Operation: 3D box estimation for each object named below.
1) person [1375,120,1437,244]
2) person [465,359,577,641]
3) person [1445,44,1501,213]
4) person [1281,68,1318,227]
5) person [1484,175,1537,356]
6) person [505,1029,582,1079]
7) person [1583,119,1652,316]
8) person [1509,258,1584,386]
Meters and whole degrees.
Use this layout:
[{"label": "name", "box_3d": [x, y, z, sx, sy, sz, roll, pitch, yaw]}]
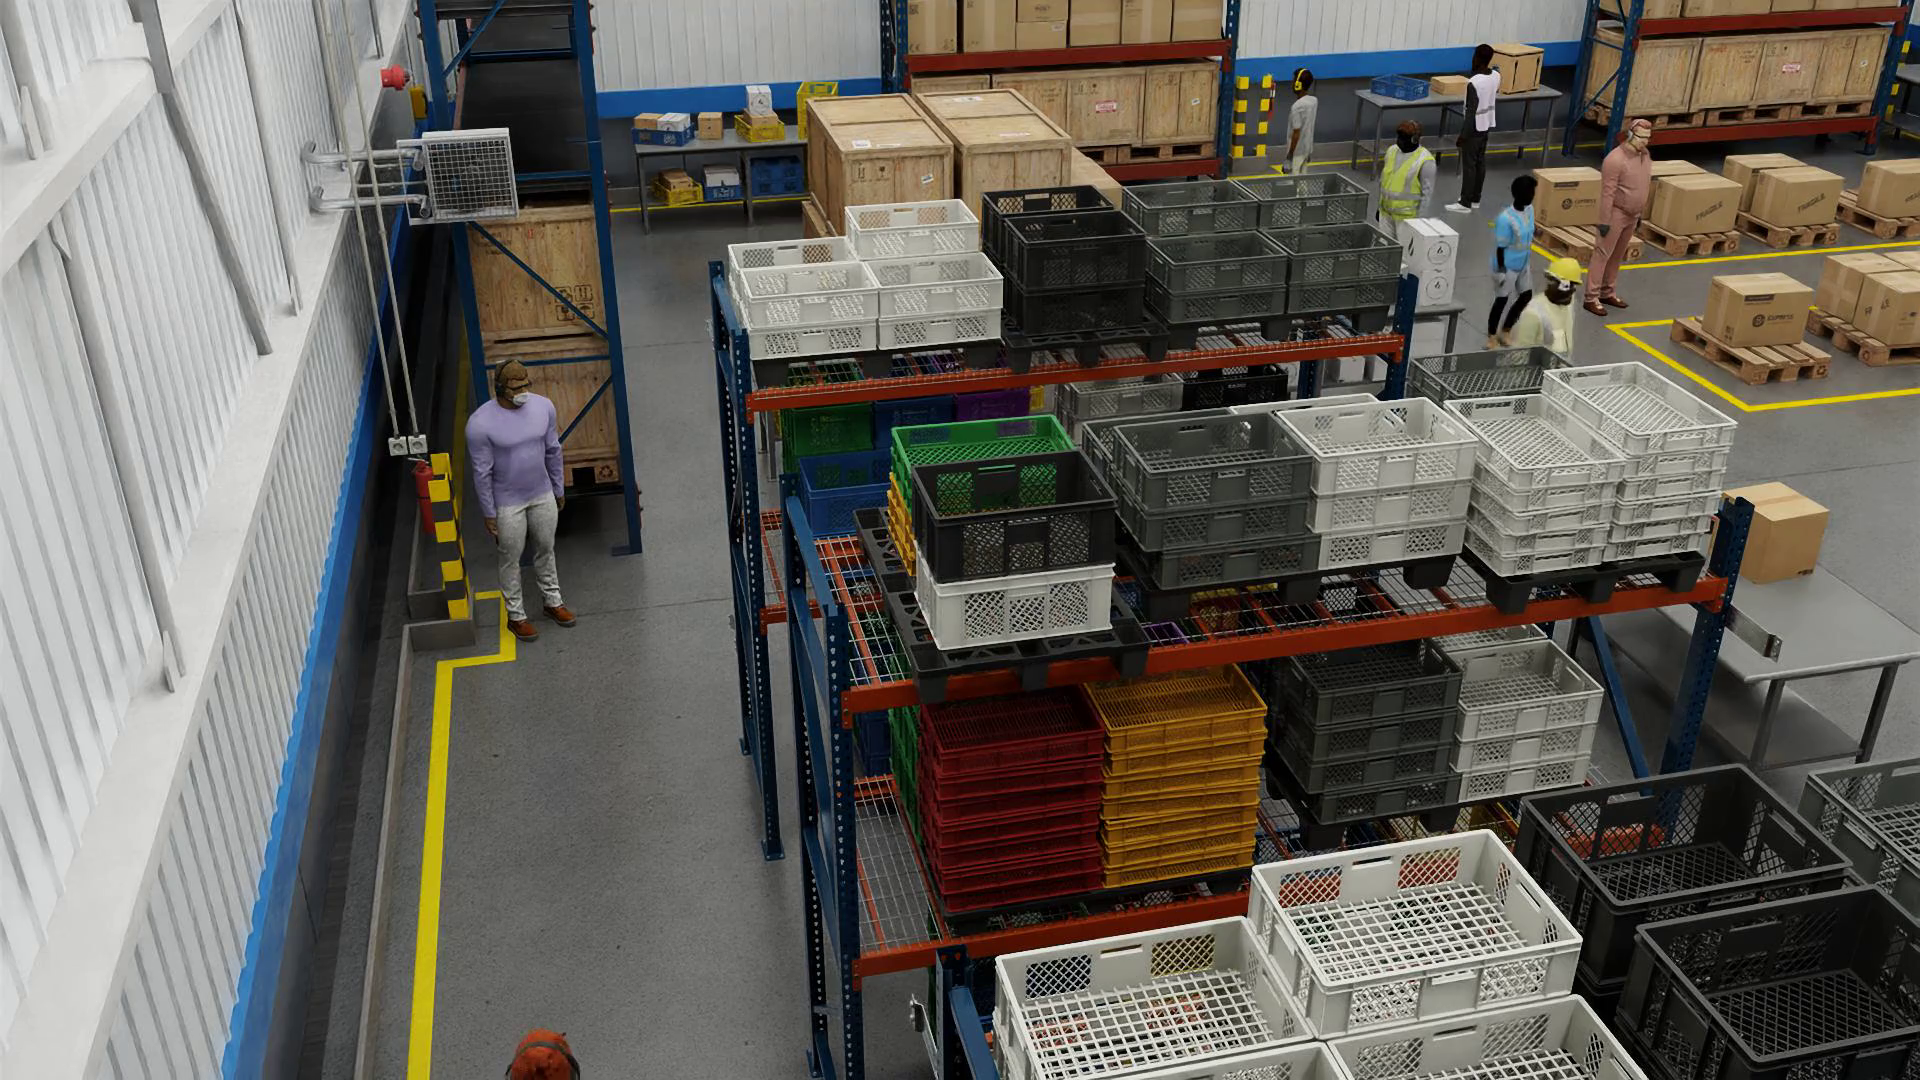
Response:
[{"label": "person", "box_3d": [4.357, -3.239, 16.490, 0.429, 1.842, 0.636, -16, 32, -28]}, {"label": "person", "box_3d": [-2.828, -0.274, 10.774, 0.625, 1.933, 0.374, -24, 36, -37]}, {"label": "person", "box_3d": [5.998, -4.778, 19.327, 0.390, 1.920, 0.587, 24, 36, 37]}, {"label": "person", "box_3d": [3.731, -4.267, 18.412, 0.310, 1.868, 0.533, 19, 33, 32]}, {"label": "person", "box_3d": [5.092, -2.511, 15.267, 0.560, 1.682, 0.412, -23, 35, -36]}, {"label": "person", "box_3d": [-1.358, 2.387, 5.804, 0.583, 1.845, 0.896, -5, 28, -9]}, {"label": "person", "box_3d": [6.487, -3.168, 16.292, 0.636, 1.903, 0.404, -19, 33, -32]}, {"label": "person", "box_3d": [4.455, -1.288, 12.830, 0.698, 1.808, 0.404, -22, 35, -35]}]
